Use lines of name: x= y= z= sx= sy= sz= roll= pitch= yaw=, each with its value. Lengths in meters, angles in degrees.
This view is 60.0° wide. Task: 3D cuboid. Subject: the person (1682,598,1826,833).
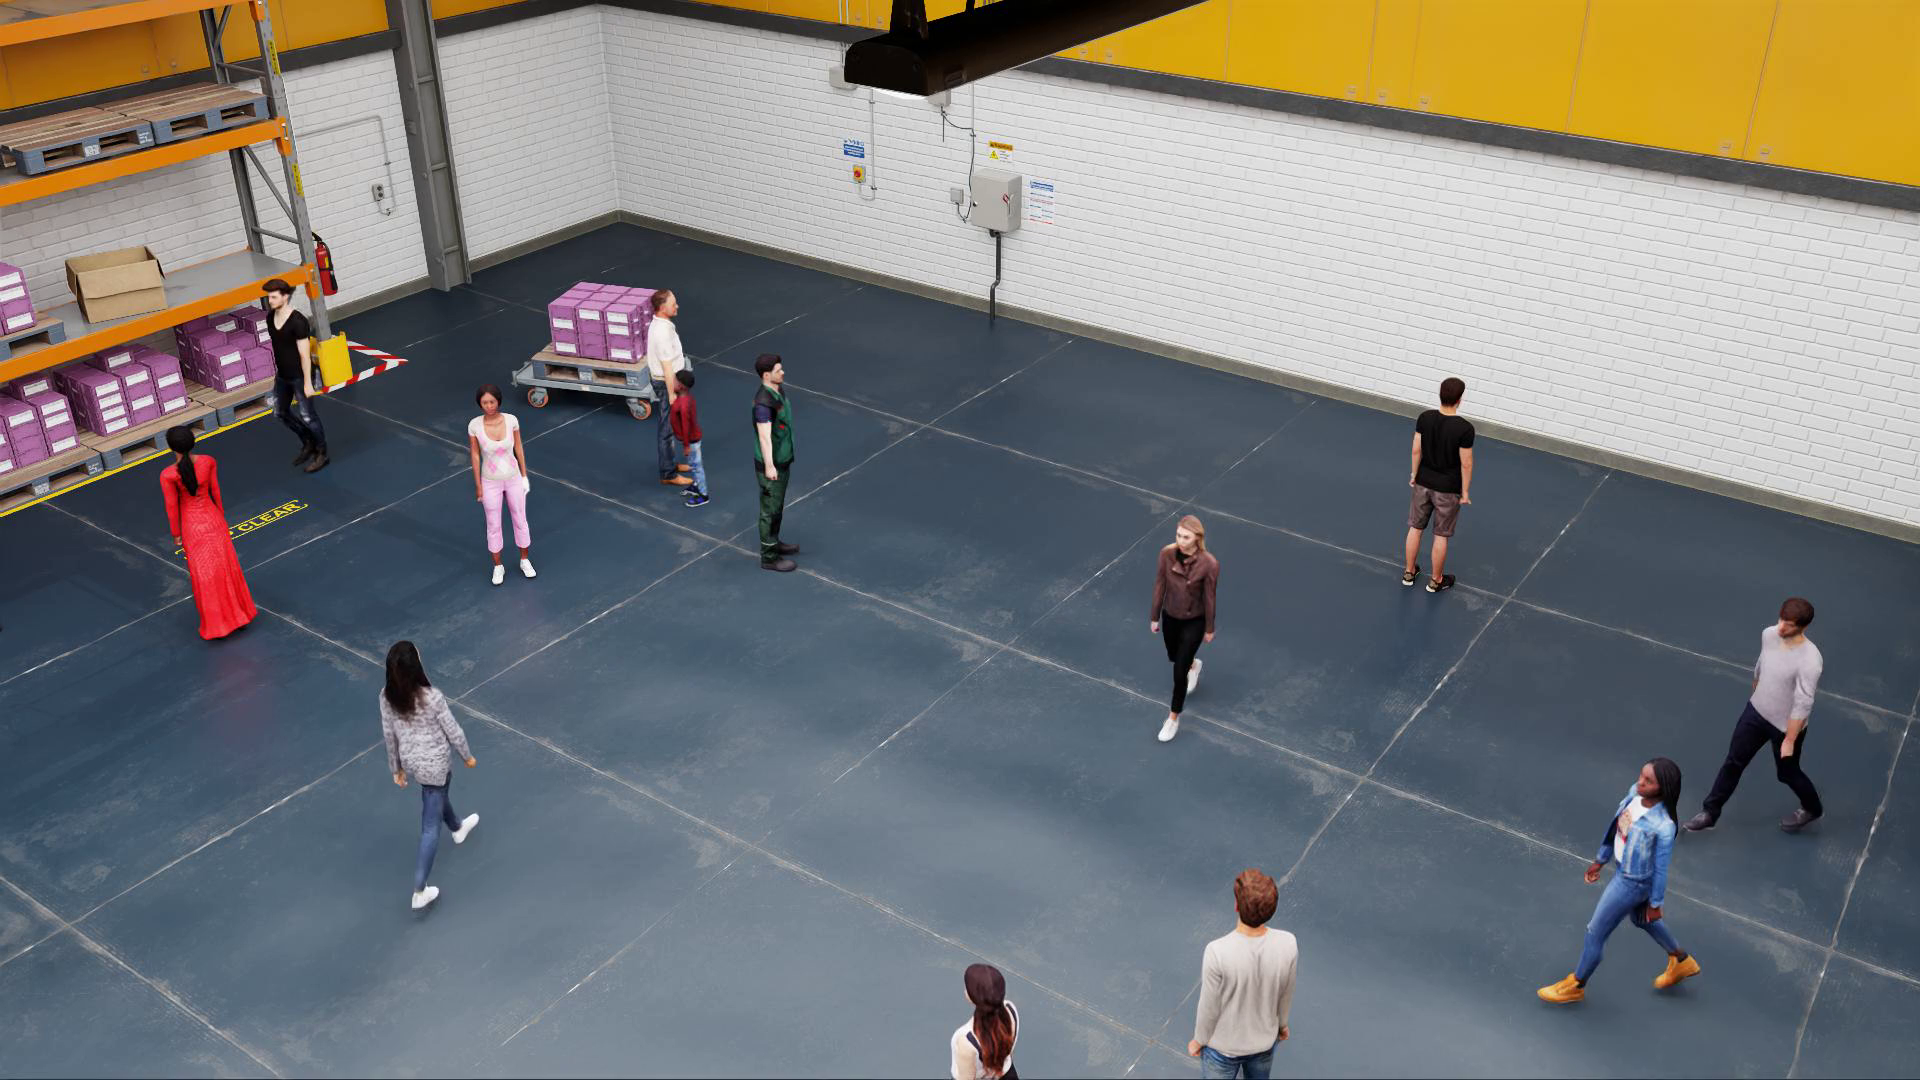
person: x=5.314 y=1.146 z=10.634 sx=1.303 sy=1.796 sz=1.183 roll=-6 pitch=29 yaw=-10

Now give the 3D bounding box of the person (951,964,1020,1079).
person: x=0.136 y=2.691 z=7.958 sx=0.606 sy=1.646 sz=0.472 roll=20 pitch=35 yaw=32

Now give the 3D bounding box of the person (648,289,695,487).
person: x=-2.705 y=-1.427 z=15.290 sx=0.799 sy=1.853 sz=0.733 roll=-4 pitch=29 yaw=-8

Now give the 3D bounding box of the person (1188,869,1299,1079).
person: x=1.385 y=2.425 z=8.179 sx=0.733 sy=1.902 sz=0.807 roll=-6 pitch=29 yaw=-12

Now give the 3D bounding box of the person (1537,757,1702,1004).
person: x=3.864 y=1.927 z=9.330 sx=1.085 sy=1.673 sz=1.169 roll=1 pitch=29 yaw=1

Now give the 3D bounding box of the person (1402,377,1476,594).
person: x=3.872 y=-0.456 z=13.501 sx=0.680 sy=1.861 sz=0.588 roll=21 pitch=35 yaw=33

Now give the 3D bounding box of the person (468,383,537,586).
person: x=-3.762 y=-0.472 z=13.657 sx=0.616 sy=1.741 sz=0.723 roll=-12 pitch=31 yaw=-20

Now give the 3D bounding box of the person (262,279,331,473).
person: x=-6.125 y=-1.561 z=15.505 sx=0.722 sy=1.883 sz=0.656 roll=15 pitch=32 yaw=25

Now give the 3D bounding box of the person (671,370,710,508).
person: x=-2.419 y=-0.937 z=15.022 sx=0.682 sy=1.250 sz=0.602 roll=-2 pitch=29 yaw=-4

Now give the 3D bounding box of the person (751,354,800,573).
person: x=-1.565 y=-0.673 z=13.861 sx=0.830 sy=1.899 sz=0.723 roll=0 pitch=29 yaw=0

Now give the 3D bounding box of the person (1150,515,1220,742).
person: x=1.625 y=0.548 z=11.853 sx=0.680 sy=1.677 sz=1.087 roll=16 pitch=32 yaw=27

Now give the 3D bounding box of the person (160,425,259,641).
person: x=-5.850 y=-0.057 z=12.851 sx=0.704 sy=1.786 sz=0.541 roll=17 pitch=33 yaw=28

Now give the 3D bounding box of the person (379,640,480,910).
person: x=-3.304 y=1.444 z=10.200 sx=0.855 sy=1.688 sz=1.242 roll=8 pitch=30 yaw=15
